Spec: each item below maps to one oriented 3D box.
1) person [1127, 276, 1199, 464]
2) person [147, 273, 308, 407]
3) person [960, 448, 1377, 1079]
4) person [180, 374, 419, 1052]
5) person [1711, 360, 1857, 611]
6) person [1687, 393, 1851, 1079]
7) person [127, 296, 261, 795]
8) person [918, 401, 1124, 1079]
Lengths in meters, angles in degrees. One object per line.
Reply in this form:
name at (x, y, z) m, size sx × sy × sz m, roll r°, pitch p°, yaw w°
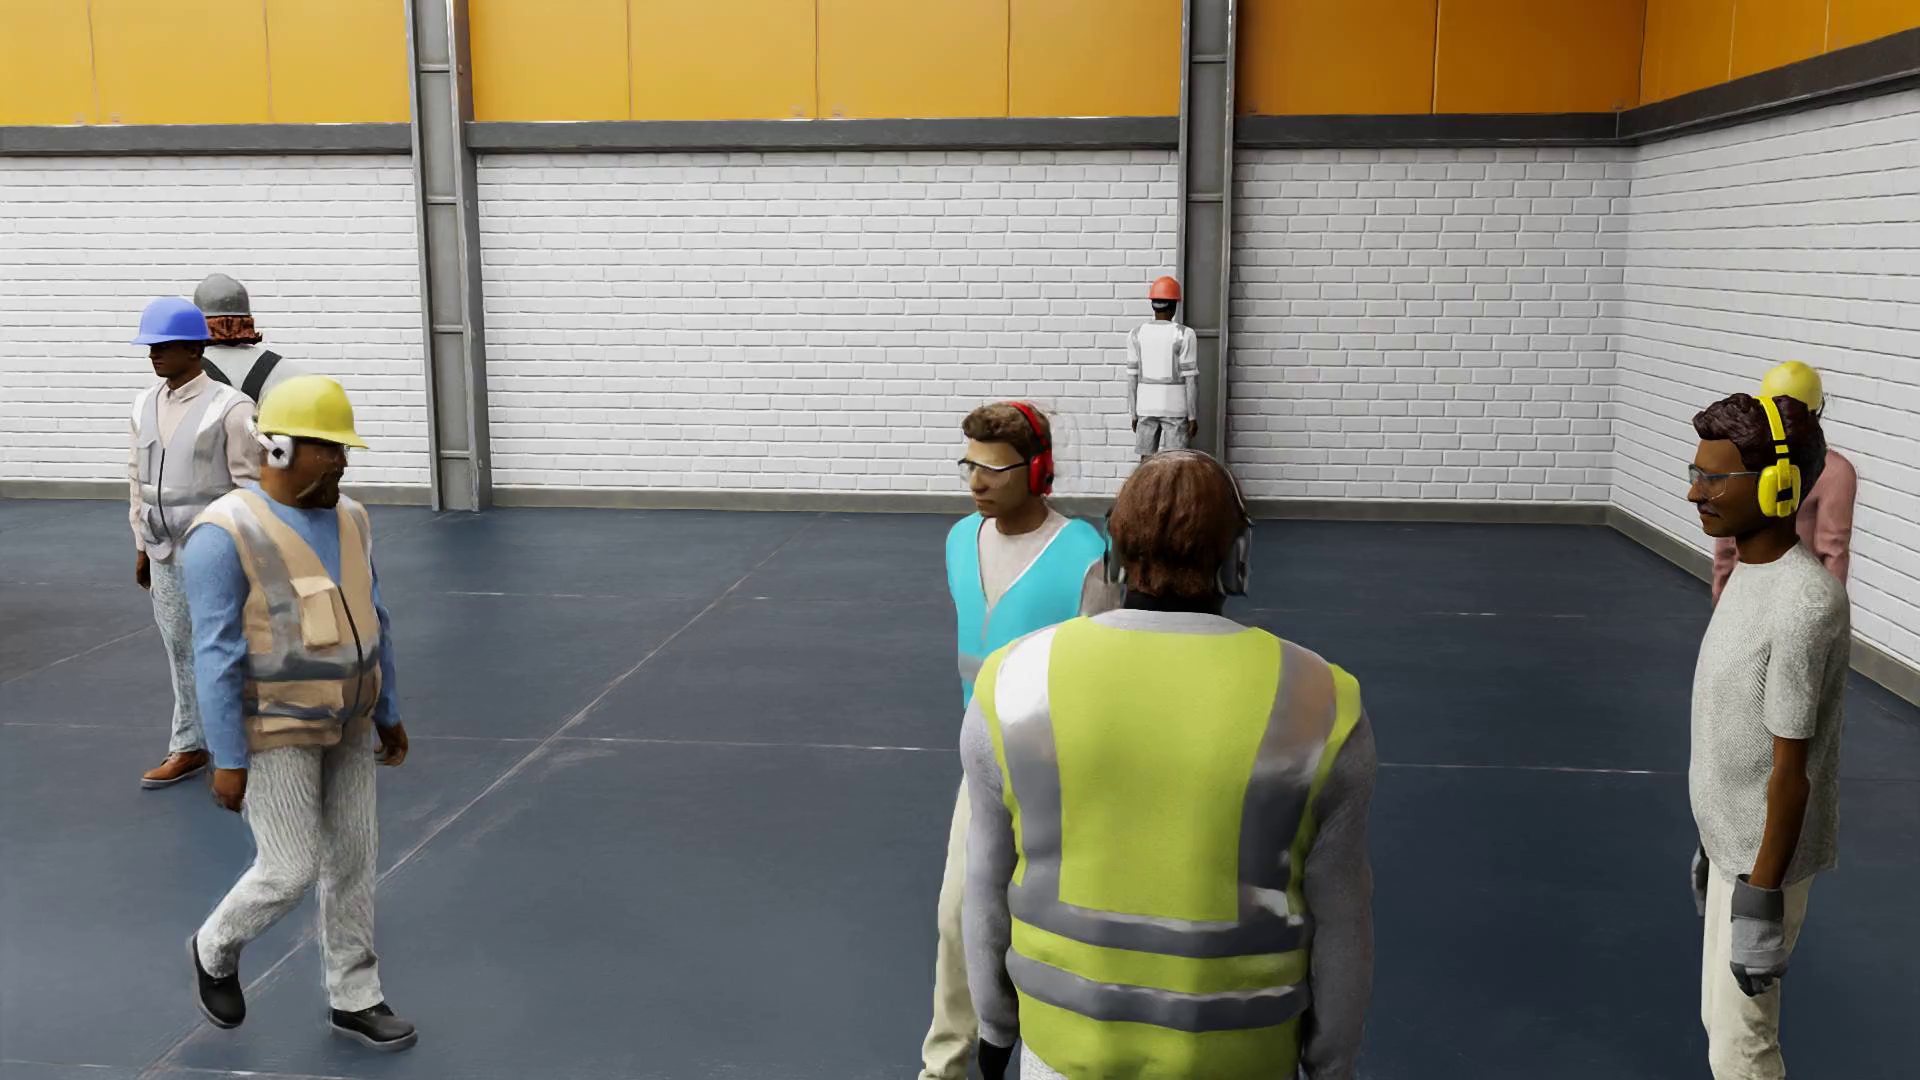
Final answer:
person at (1.483, -0.946, 12.124) m, size 0.544 × 1.938 × 0.355 m, roll 5°, pitch 11°, yaw 27°
person at (-3.139, -0.141, 7.220) m, size 0.681 × 2.000 × 0.535 m, roll -6°, pitch 12°, yaw -32°
person at (0.318, 0.773, 2.601) m, size 0.634 × 1.833 × 0.429 m, roll 3°, pitch 10°, yaw 14°
person at (-1.751, 0.468, 4.389) m, size 0.588 × 1.808 × 0.611 m, roll 4°, pitch 11°, yaw 21°
person at (3.105, 0.190, 6.189) m, size 0.684 × 1.733 × 0.550 m, roll -6°, pitch 11°, yaw -30°
person at (1.534, 0.640, 3.280) m, size 0.333 × 1.860 × 0.510 m, roll 3°, pitch 10°, yaw 17°
person at (-2.992, 0.027, 6.520) m, size 0.607 × 1.948 × 0.390 m, roll 3°, pitch 10°, yaw 17°
person at (0.232, 0.536, 4.098) m, size 0.956 × 1.789 × 0.580 m, roll -9°, pitch 13°, yaw -42°
